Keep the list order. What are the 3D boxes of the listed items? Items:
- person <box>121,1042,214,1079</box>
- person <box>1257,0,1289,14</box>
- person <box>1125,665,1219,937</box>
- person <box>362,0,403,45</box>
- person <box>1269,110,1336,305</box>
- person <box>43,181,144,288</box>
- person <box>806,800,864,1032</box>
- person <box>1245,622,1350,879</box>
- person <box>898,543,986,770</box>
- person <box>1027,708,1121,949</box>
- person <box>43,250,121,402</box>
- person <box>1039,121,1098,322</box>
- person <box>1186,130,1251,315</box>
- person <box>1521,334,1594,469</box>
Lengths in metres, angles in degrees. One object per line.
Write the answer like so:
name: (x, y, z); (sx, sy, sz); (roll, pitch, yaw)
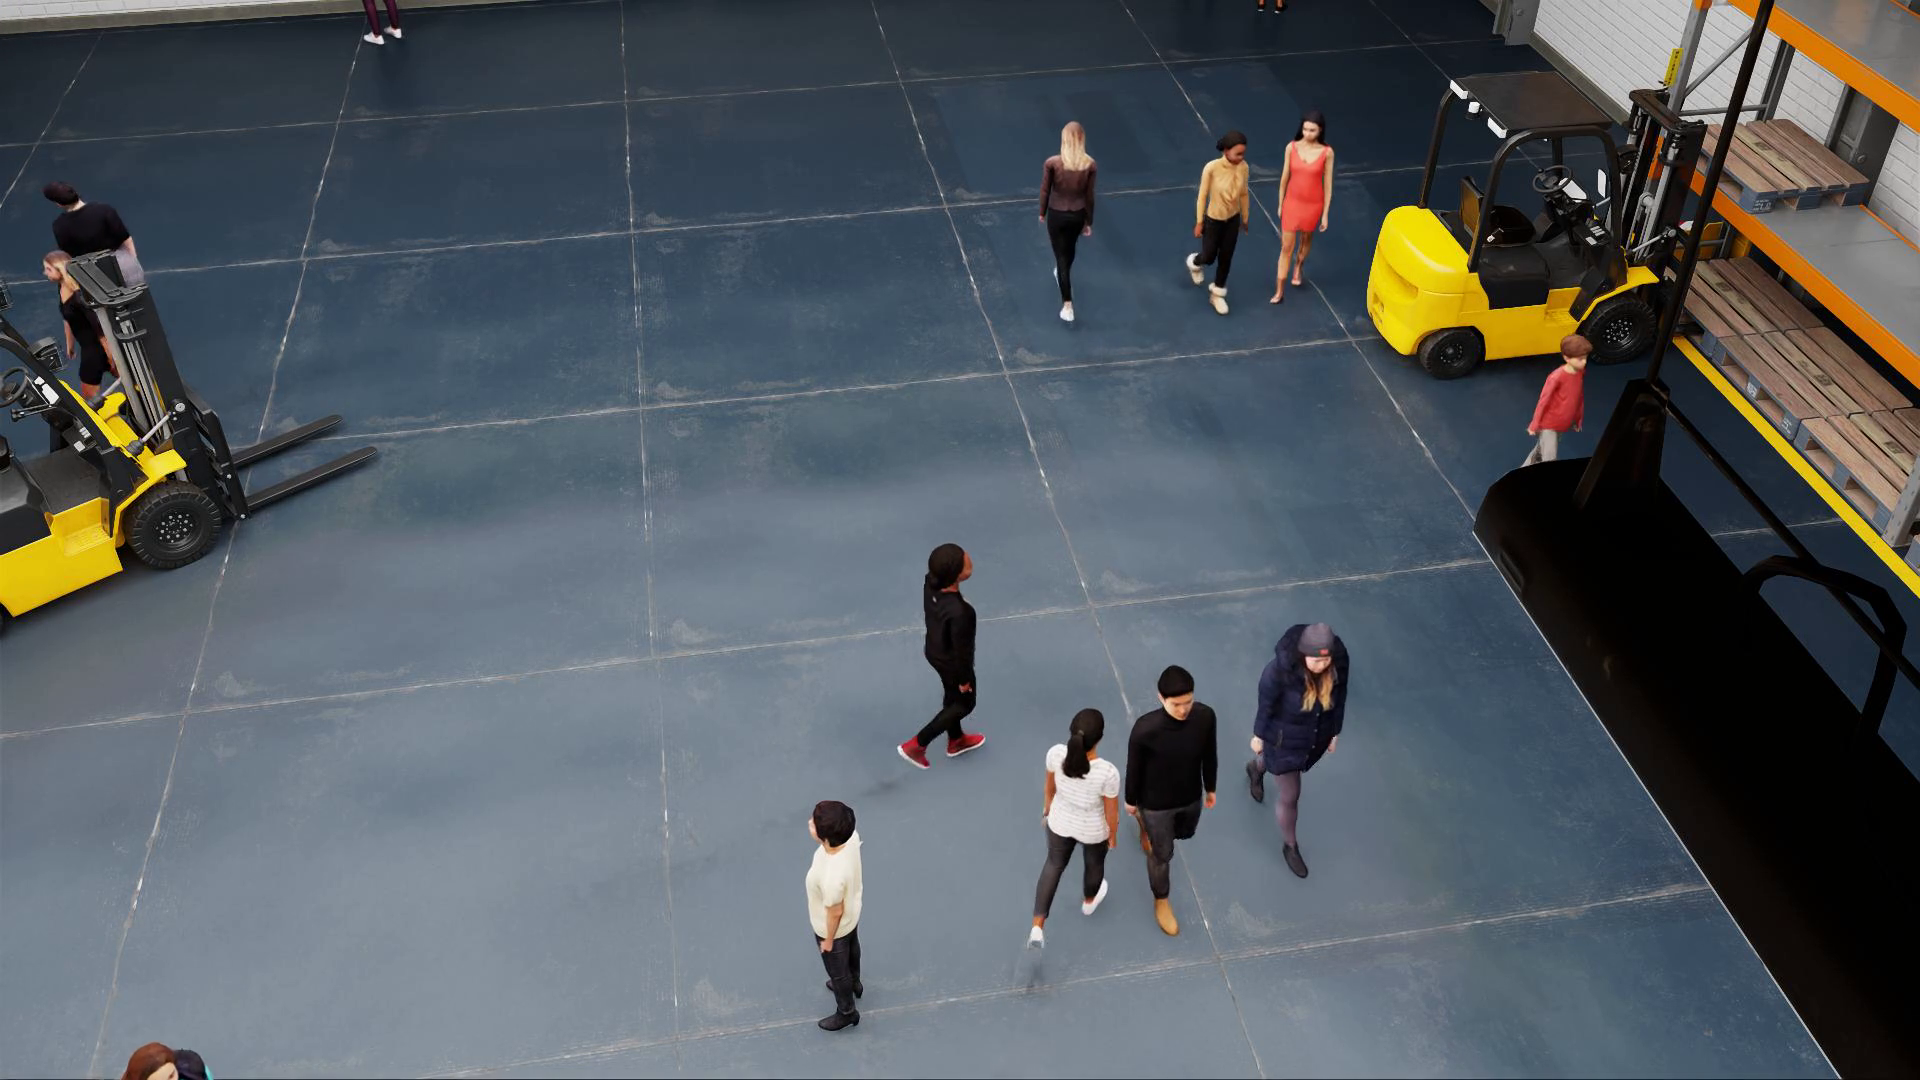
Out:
person: (-3.467, 2.699, 7.457); (0.912, 1.487, 0.855); (23, 44, 26)
person: (3.730, -7.058, 19.530); (0.654, 1.668, 0.666); (13, 41, 16)
person: (1.129, 1.306, 9.030); (0.772, 1.701, 1.042); (-13, 40, -16)
person: (-6.675, -6.523, 18.771); (0.749, 1.779, 0.699); (27, 46, 29)
person: (2.974, -2.906, 14.323); (0.931, 1.678, 1.154); (10, 40, 13)
person: (-6.758, -2.085, 13.259); (0.680, 1.723, 0.625); (1, 39, 2)
person: (-0.621, 1.888, 8.393); (0.708, 1.588, 0.525); (5, 39, 7)
person: (1.864, 1.032, 9.425); (0.766, 1.636, 1.137); (-11, 40, -14)
person: (-0.126, 0.722, 9.795); (0.809, 1.659, 0.869); (-18, 42, -21)
person: (0.604, 1.547, 8.788); (0.913, 1.627, 1.038); (18, 42, 21)
person: (-6.420, -1.449, 12.543); (1.001, 1.622, 1.080); (-30, 47, -32)
person: (0.907, -2.644, 14.013); (0.603, 1.655, 1.131); (-7, 39, -8)
person: (2.184, -2.749, 14.160); (0.686, 1.635, 0.859); (-11, 40, -13)
person: (4.248, -0.889, 12.021); (0.741, 1.398, 0.906); (-23, 44, -26)
